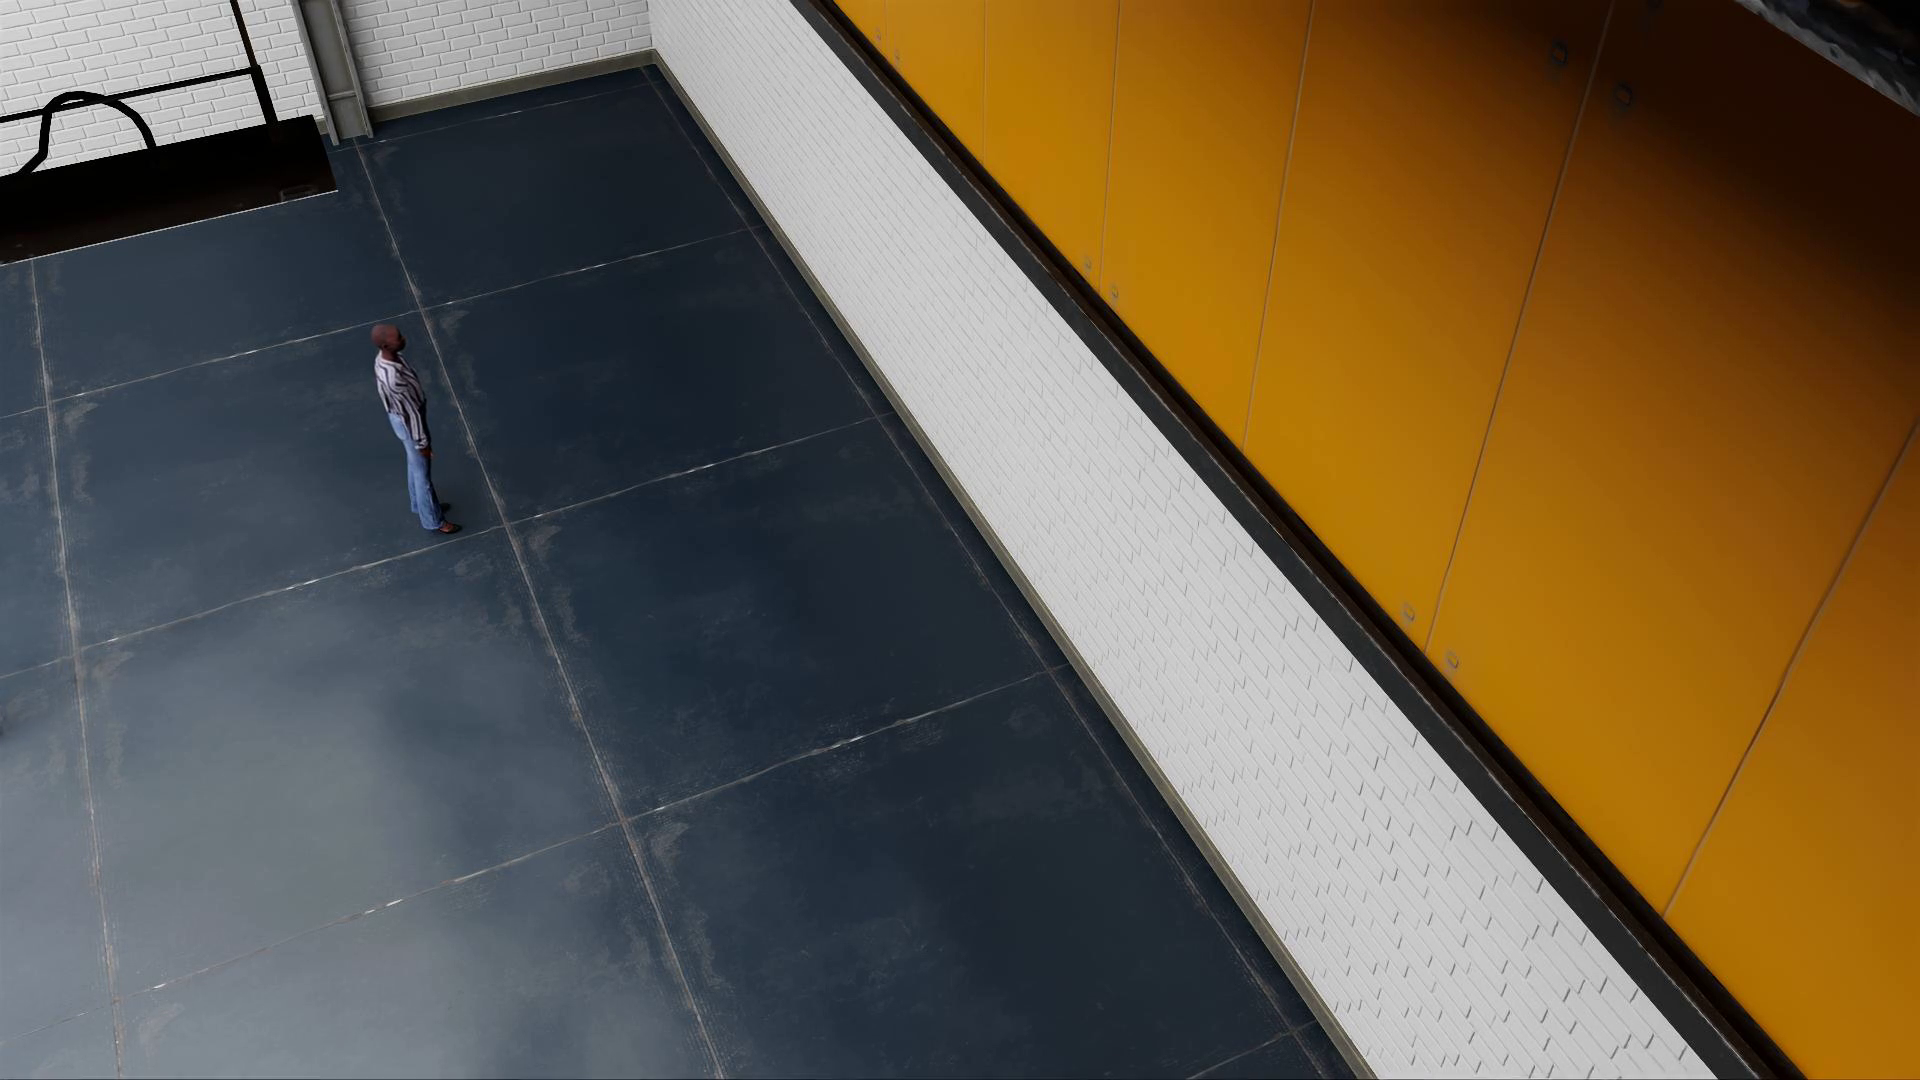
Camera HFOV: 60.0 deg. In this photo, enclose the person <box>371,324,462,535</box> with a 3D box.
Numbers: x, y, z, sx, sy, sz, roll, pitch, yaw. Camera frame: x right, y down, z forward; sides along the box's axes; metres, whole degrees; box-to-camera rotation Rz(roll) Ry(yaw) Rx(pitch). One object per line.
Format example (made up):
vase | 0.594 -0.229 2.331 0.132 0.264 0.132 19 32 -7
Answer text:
person | -3.893 -0.795 11.791 0.530 1.795 0.634 -19 47 -19
